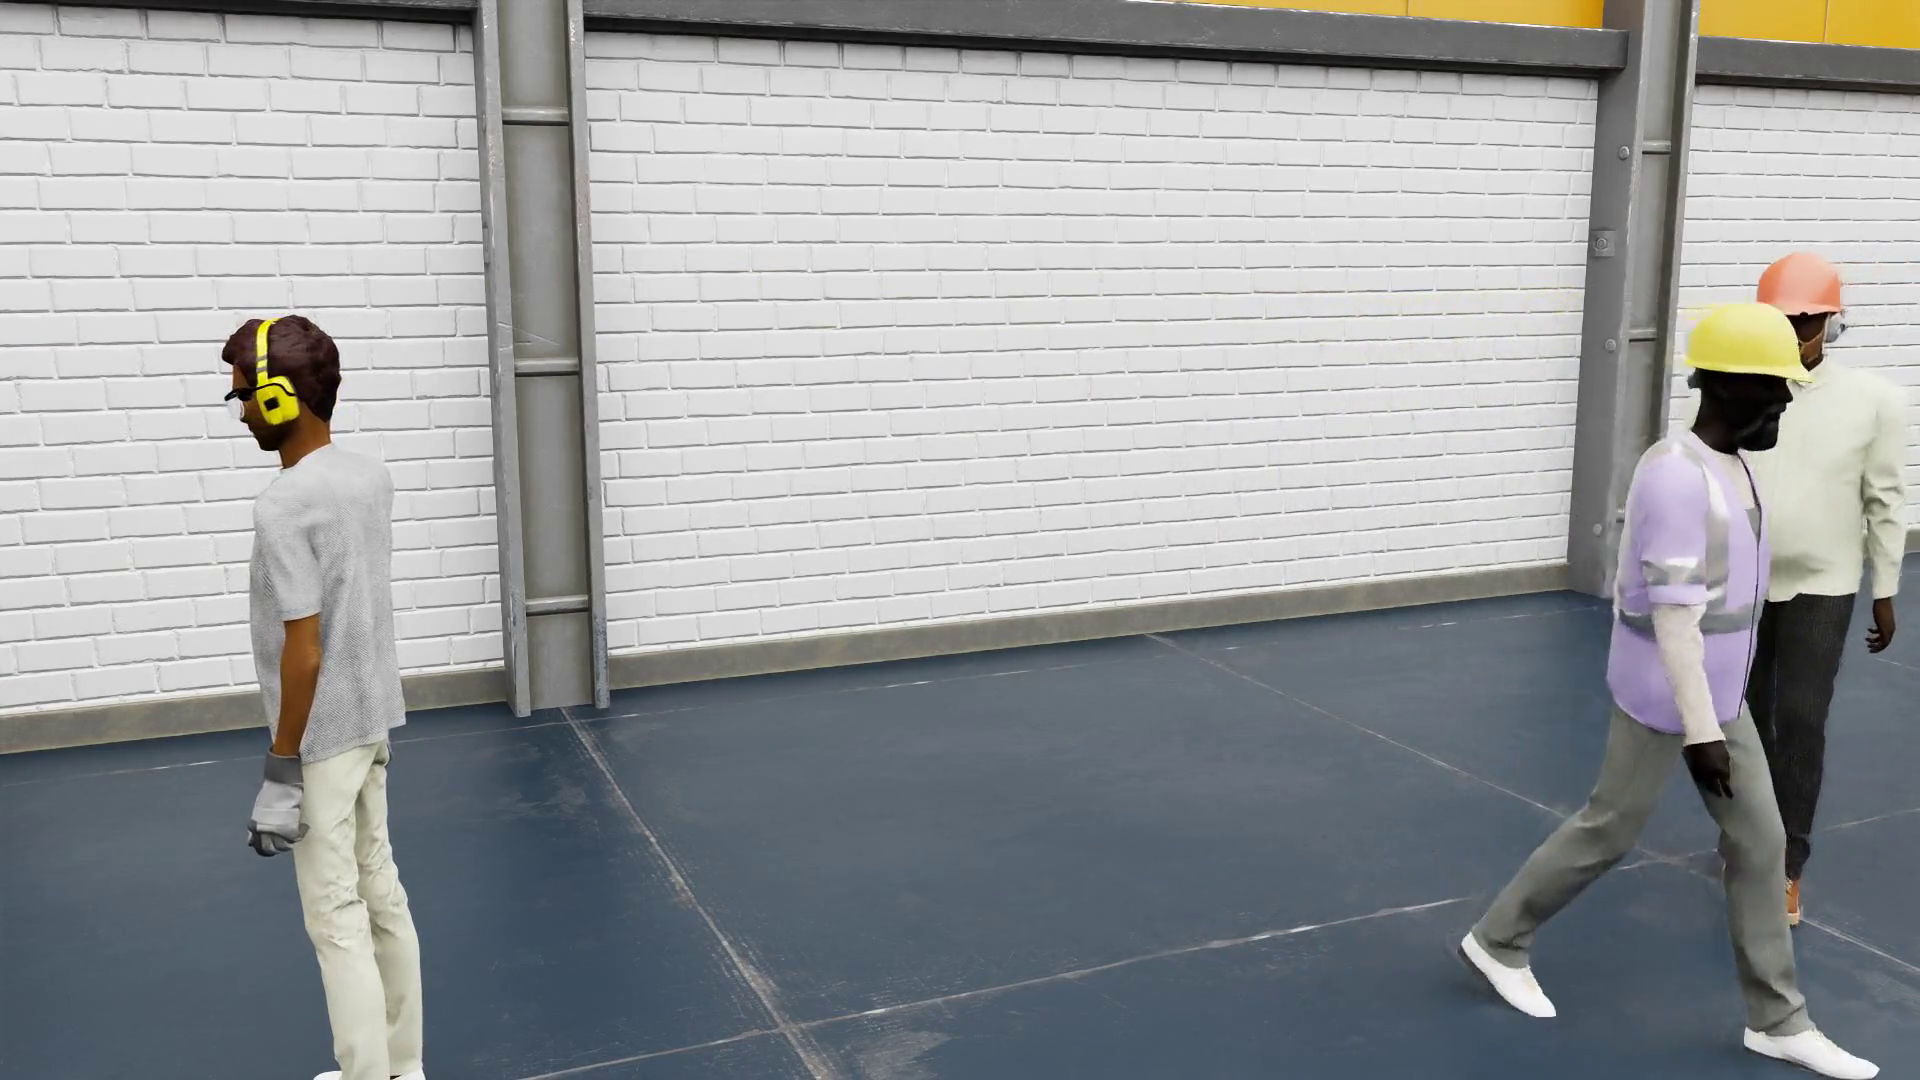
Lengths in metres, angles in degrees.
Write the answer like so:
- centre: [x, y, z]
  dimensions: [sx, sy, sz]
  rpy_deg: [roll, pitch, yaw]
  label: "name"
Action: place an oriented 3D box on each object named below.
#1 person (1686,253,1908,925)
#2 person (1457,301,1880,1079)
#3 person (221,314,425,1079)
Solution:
- centre: [2.423, 0.143, 4.989]
  dimensions: [0.660, 1.964, 0.819]
  rpy_deg: [7, 13, 36]
  label: "person"
- centre: [1.753, 0.351, 4.122]
  dimensions: [0.983, 1.883, 0.600]
  rpy_deg: [10, 14, 43]
  label: "person"
- centre: [-1.390, 0.448, 3.623]
  dimensions: [0.329, 1.865, 0.516]
  rpy_deg: [1, 10, 3]
  label: "person"
